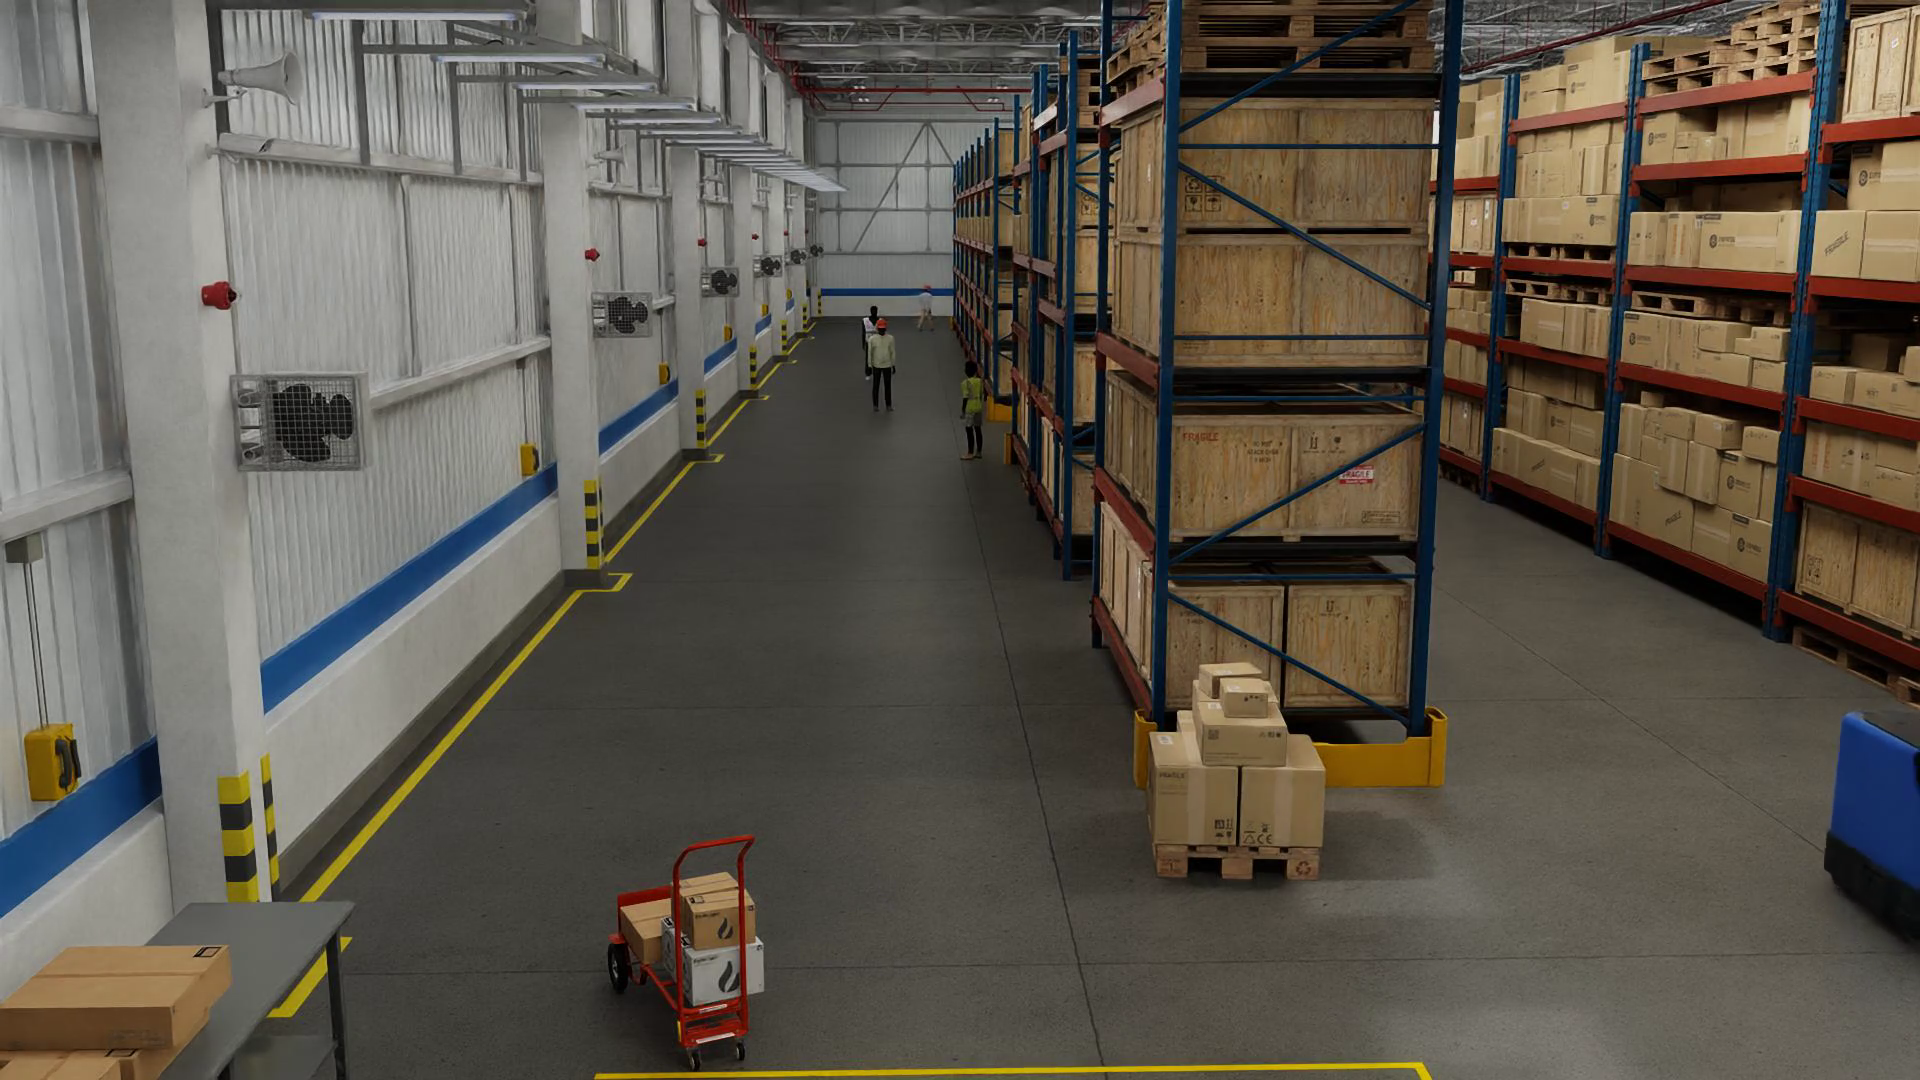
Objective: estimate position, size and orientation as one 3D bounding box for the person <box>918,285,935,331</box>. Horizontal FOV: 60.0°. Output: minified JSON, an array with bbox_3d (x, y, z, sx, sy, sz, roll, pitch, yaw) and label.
[{"bbox_3d":[-1.271,-8.586,61.574,0.567,1.715,0.863,7,13,32],"label":"person"}]

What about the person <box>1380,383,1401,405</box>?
[{"bbox_3d":[8.487,-3.165,32.905,0.502,1.894,0.659,-5,12,-23],"label":"person"}]

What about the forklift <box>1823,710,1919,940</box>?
[{"bbox_3d":[5.916,0.883,9.255,1.129,2.768,1.873,0,11,-2],"label":"forklift"}]

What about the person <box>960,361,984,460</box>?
[{"bbox_3d":[0.198,-2.211,28.437,0.321,1.697,0.530,9,14,38],"label":"person"}]

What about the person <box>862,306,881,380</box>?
[{"bbox_3d":[-2.225,-5.060,42.724,0.600,1.907,0.411,-2,11,-11],"label":"person"}]

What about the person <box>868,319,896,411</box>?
[{"bbox_3d":[-1.675,-3.754,35.721,0.613,1.989,0.403,-3,11,-16],"label":"person"}]
